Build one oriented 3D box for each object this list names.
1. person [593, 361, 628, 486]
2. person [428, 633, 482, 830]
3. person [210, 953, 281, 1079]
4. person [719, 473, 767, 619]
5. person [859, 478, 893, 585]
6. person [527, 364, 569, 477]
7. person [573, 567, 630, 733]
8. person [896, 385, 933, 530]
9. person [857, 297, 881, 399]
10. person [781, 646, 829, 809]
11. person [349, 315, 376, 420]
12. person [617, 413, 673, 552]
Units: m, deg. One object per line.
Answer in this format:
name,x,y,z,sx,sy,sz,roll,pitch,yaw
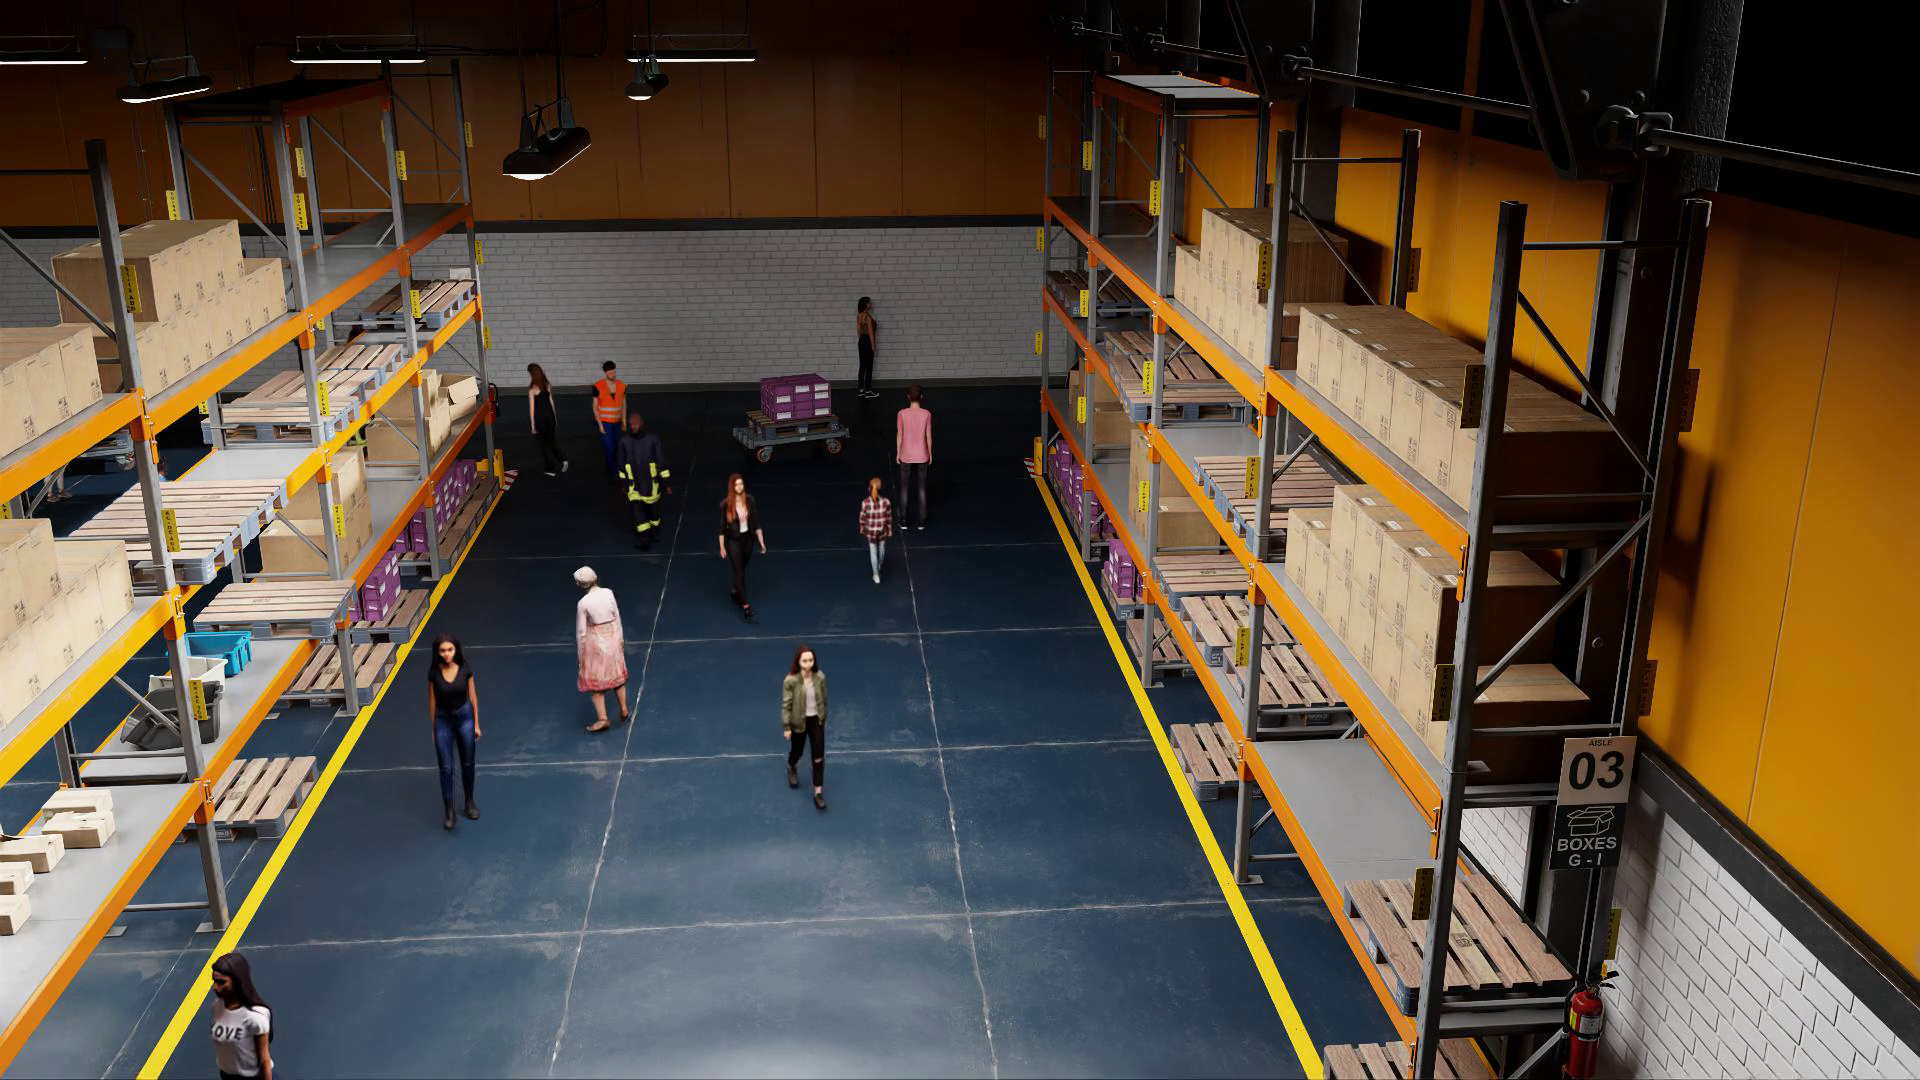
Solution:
person,-5.140,-1.716,24.169,0.996,1.827,1.138,-15,24,-38
person,-4.390,1.609,14.437,0.639,1.738,0.677,-8,20,-21
person,-4.073,3.178,9.750,0.898,1.755,1.127,8,20,21
person,-2.574,0.029,19.244,0.973,1.664,1.225,-12,22,-31
person,-1.016,-0.094,20.226,0.564,1.270,0.873,-2,19,-7
person,-6.051,-1.724,24.368,0.943,1.716,0.877,18,25,42
person,-3.479,1.045,16.207,0.817,1.677,0.845,-11,22,-30
person,-0.615,-1.100,22.138,0.625,1.956,0.542,-2,19,-5
person,-1.658,-3.409,29.287,0.747,1.770,0.636,-13,23,-34
person,-1.403,1.622,14.855,0.782,1.446,1.061,-7,20,-20
person,-9.827,-2.863,27.585,0.940,1.821,1.125,4,19,11
person,-4.087,-0.787,21.496,0.837,1.773,1.128,-2,19,-7
